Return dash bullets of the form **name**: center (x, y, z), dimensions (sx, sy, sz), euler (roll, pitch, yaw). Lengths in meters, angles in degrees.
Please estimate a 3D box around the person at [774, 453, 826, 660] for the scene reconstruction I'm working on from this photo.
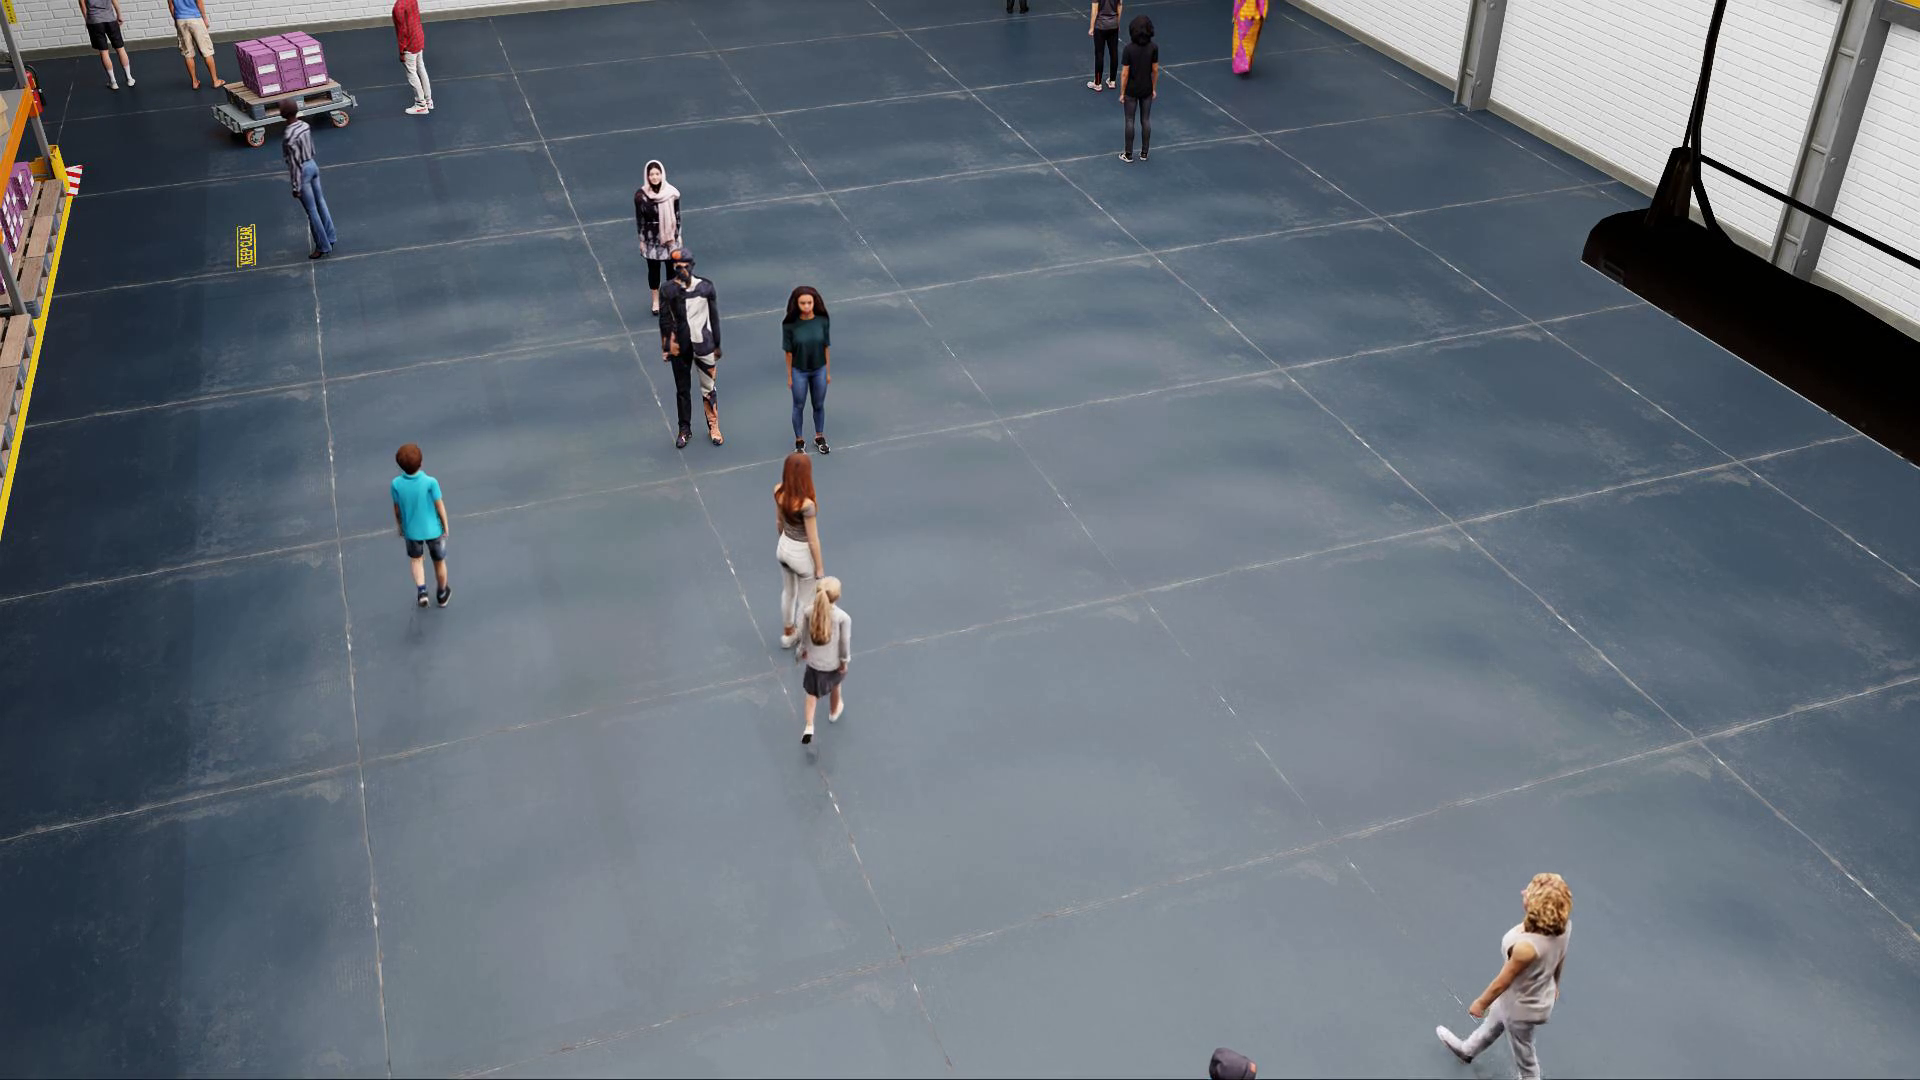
- **person**: center (-1.203, 0.121, 12.234), dimensions (0.607, 1.716, 0.726), euler (28, 42, 35)

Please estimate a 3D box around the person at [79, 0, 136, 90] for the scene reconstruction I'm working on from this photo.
- **person**: center (-11.953, -7.249, 23.181), dimensions (0.710, 1.871, 0.649), euler (-21, 39, -28)

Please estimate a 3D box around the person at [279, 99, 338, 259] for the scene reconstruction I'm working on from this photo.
- **person**: center (-7.213, -3.994, 18.353), dimensions (0.761, 1.795, 0.625), euler (3, 34, 5)

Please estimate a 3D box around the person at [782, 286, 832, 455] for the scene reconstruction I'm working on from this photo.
- **person**: center (-1.346, -1.514, 14.783), dimensions (0.611, 1.616, 0.603), euler (-8, 34, -12)

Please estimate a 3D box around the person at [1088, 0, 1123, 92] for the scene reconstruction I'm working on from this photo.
- **person**: center (2.036, -7.157, 23.139), dimensions (0.643, 1.764, 0.562), euler (-14, 36, -20)

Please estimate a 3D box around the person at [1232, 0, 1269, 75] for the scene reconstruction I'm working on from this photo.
- **person**: center (4.119, -7.510, 23.733), dimensions (0.685, 1.694, 0.866), euler (-8, 34, -12)

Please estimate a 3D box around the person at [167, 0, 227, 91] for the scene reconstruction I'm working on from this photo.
- **person**: center (-10.737, -7.241, 23.175), dimensions (0.679, 1.864, 0.612), euler (-5, 34, -8)

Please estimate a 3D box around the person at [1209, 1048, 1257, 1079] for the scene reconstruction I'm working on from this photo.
- **person**: center (1.191, 3.018, 7.805), dimensions (0.751, 1.794, 0.634), euler (4, 34, 5)

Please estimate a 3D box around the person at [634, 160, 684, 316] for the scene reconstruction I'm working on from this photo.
- **person**: center (-3.107, -3.152, 17.227), dimensions (0.618, 1.638, 0.608), euler (-12, 36, -18)

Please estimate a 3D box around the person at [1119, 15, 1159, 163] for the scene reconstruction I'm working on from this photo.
- **person**: center (2.235, -5.650, 20.807), dimensions (0.659, 1.836, 0.575), euler (-7, 34, -10)

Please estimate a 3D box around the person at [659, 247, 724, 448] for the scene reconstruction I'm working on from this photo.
- **person**: center (-2.393, -1.730, 14.860), dimensions (0.737, 1.892, 0.660), euler (-4, 34, -6)

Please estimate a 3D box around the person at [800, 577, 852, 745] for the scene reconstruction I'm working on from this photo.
- **person**: center (-0.956, 0.844, 11.557), dimensions (0.760, 1.260, 0.897), euler (3, 34, 4)

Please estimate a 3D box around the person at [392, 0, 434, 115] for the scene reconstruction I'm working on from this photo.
- **person**: center (-7.379, -6.678, 22.368), dimensions (0.816, 1.820, 0.705), euler (6, 34, 9)

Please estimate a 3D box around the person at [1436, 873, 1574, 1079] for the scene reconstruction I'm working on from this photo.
- **person**: center (3.055, 2.467, 8.773), dimensions (1.057, 1.640, 0.879), euler (27, 42, 35)

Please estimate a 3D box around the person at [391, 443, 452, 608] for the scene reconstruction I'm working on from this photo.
- **person**: center (-4.140, -0.069, 12.768), dimensions (0.603, 1.439, 0.693), euler (-4, 34, -6)

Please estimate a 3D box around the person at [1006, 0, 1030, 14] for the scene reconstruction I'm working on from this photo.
- **person**: center (0.899, -9.267, 26.278), dimensions (0.752, 1.804, 0.716), euler (4, 34, 6)
